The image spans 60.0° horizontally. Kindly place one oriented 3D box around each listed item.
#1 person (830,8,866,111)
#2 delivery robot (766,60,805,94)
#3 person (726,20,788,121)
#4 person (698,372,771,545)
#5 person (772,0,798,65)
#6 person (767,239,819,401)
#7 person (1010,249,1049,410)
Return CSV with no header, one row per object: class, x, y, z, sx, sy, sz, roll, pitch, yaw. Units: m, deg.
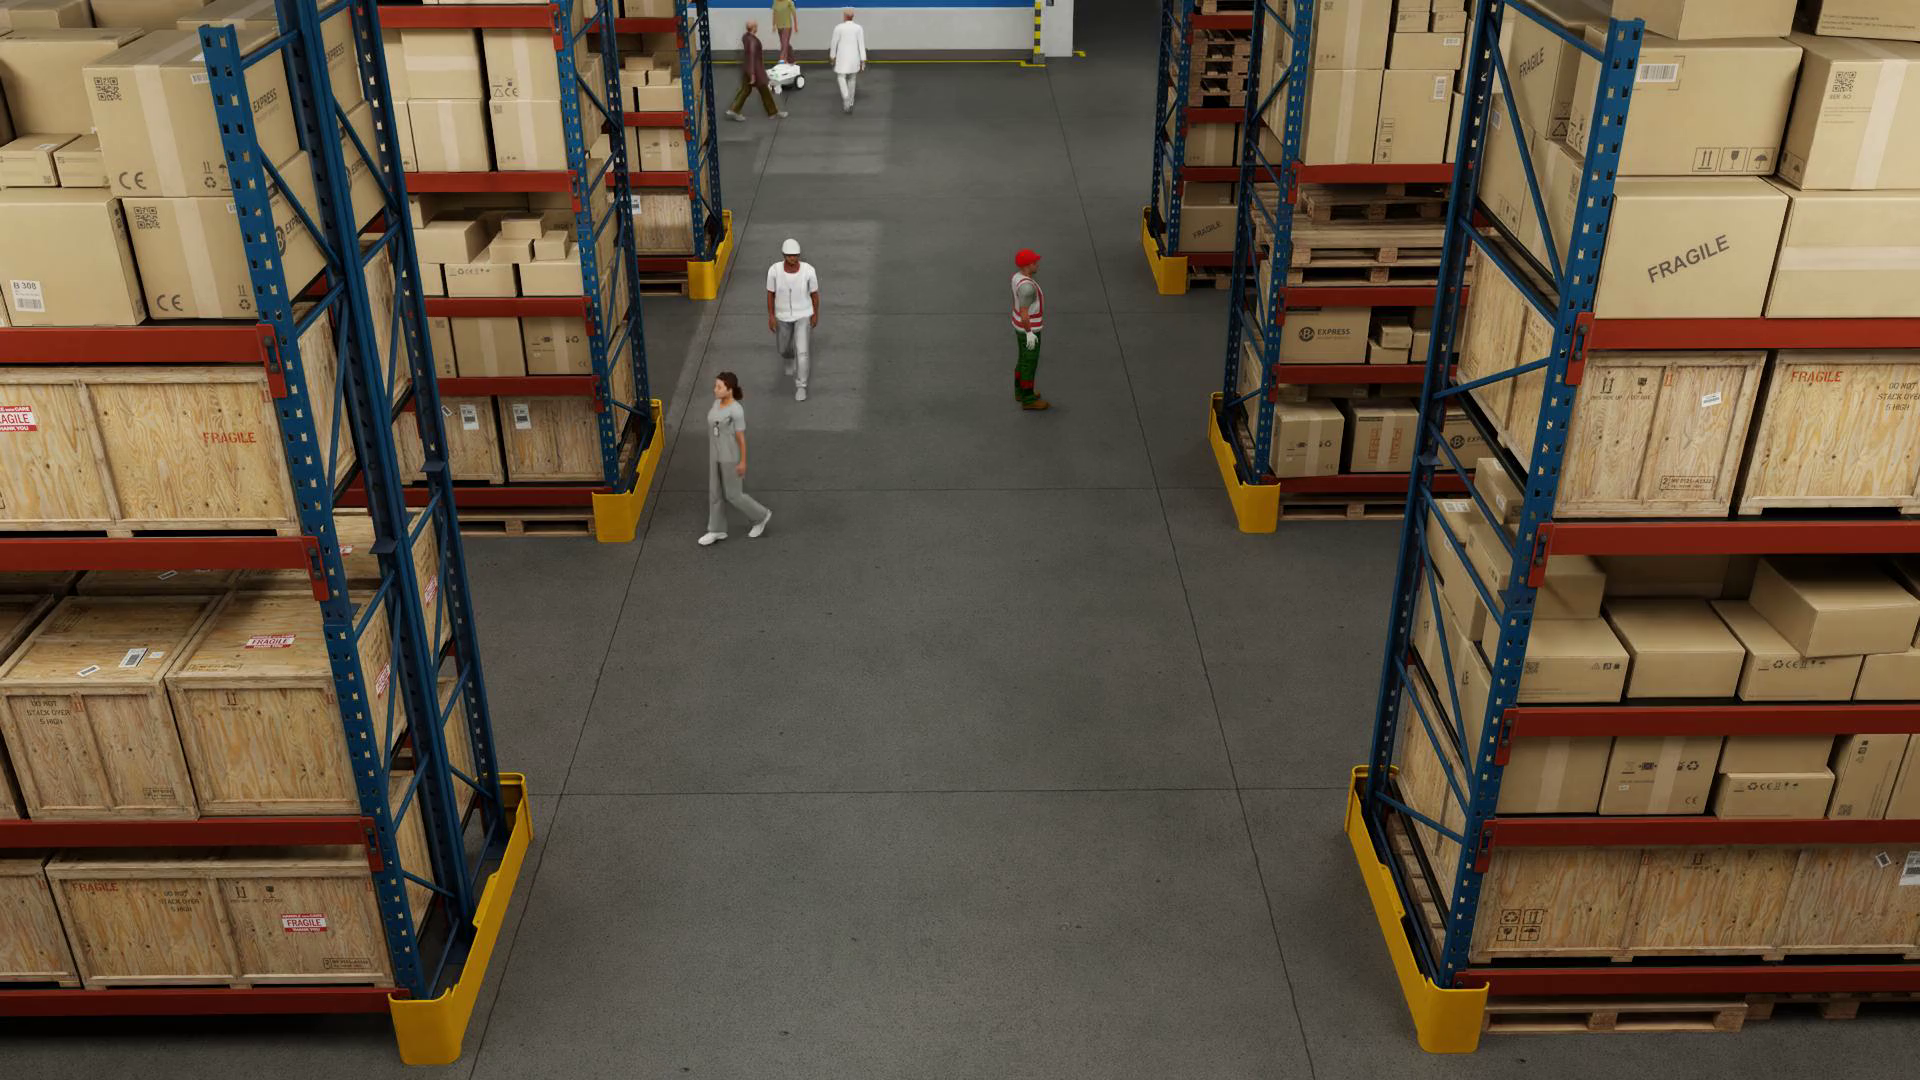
person,-2.027,-8.716,30.116,0.648,1.760,0.920,-6,29,-11
delivery robot,-3.410,-8.805,31.702,0.667,0.535,0.751,19,33,31
person,-3.621,-8.275,29.308,1.079,1.753,0.650,-13,31,-23
person,-2.147,-0.763,15.416,0.702,1.669,0.443,-21,35,-34
person,-3.523,-10.077,32.726,0.449,1.639,0.907,14,31,25
person,-1.861,-2.523,18.614,0.563,1.754,0.865,2,28,4
person,0.767,-2.317,18.189,0.391,1.793,0.541,-6,29,-11
